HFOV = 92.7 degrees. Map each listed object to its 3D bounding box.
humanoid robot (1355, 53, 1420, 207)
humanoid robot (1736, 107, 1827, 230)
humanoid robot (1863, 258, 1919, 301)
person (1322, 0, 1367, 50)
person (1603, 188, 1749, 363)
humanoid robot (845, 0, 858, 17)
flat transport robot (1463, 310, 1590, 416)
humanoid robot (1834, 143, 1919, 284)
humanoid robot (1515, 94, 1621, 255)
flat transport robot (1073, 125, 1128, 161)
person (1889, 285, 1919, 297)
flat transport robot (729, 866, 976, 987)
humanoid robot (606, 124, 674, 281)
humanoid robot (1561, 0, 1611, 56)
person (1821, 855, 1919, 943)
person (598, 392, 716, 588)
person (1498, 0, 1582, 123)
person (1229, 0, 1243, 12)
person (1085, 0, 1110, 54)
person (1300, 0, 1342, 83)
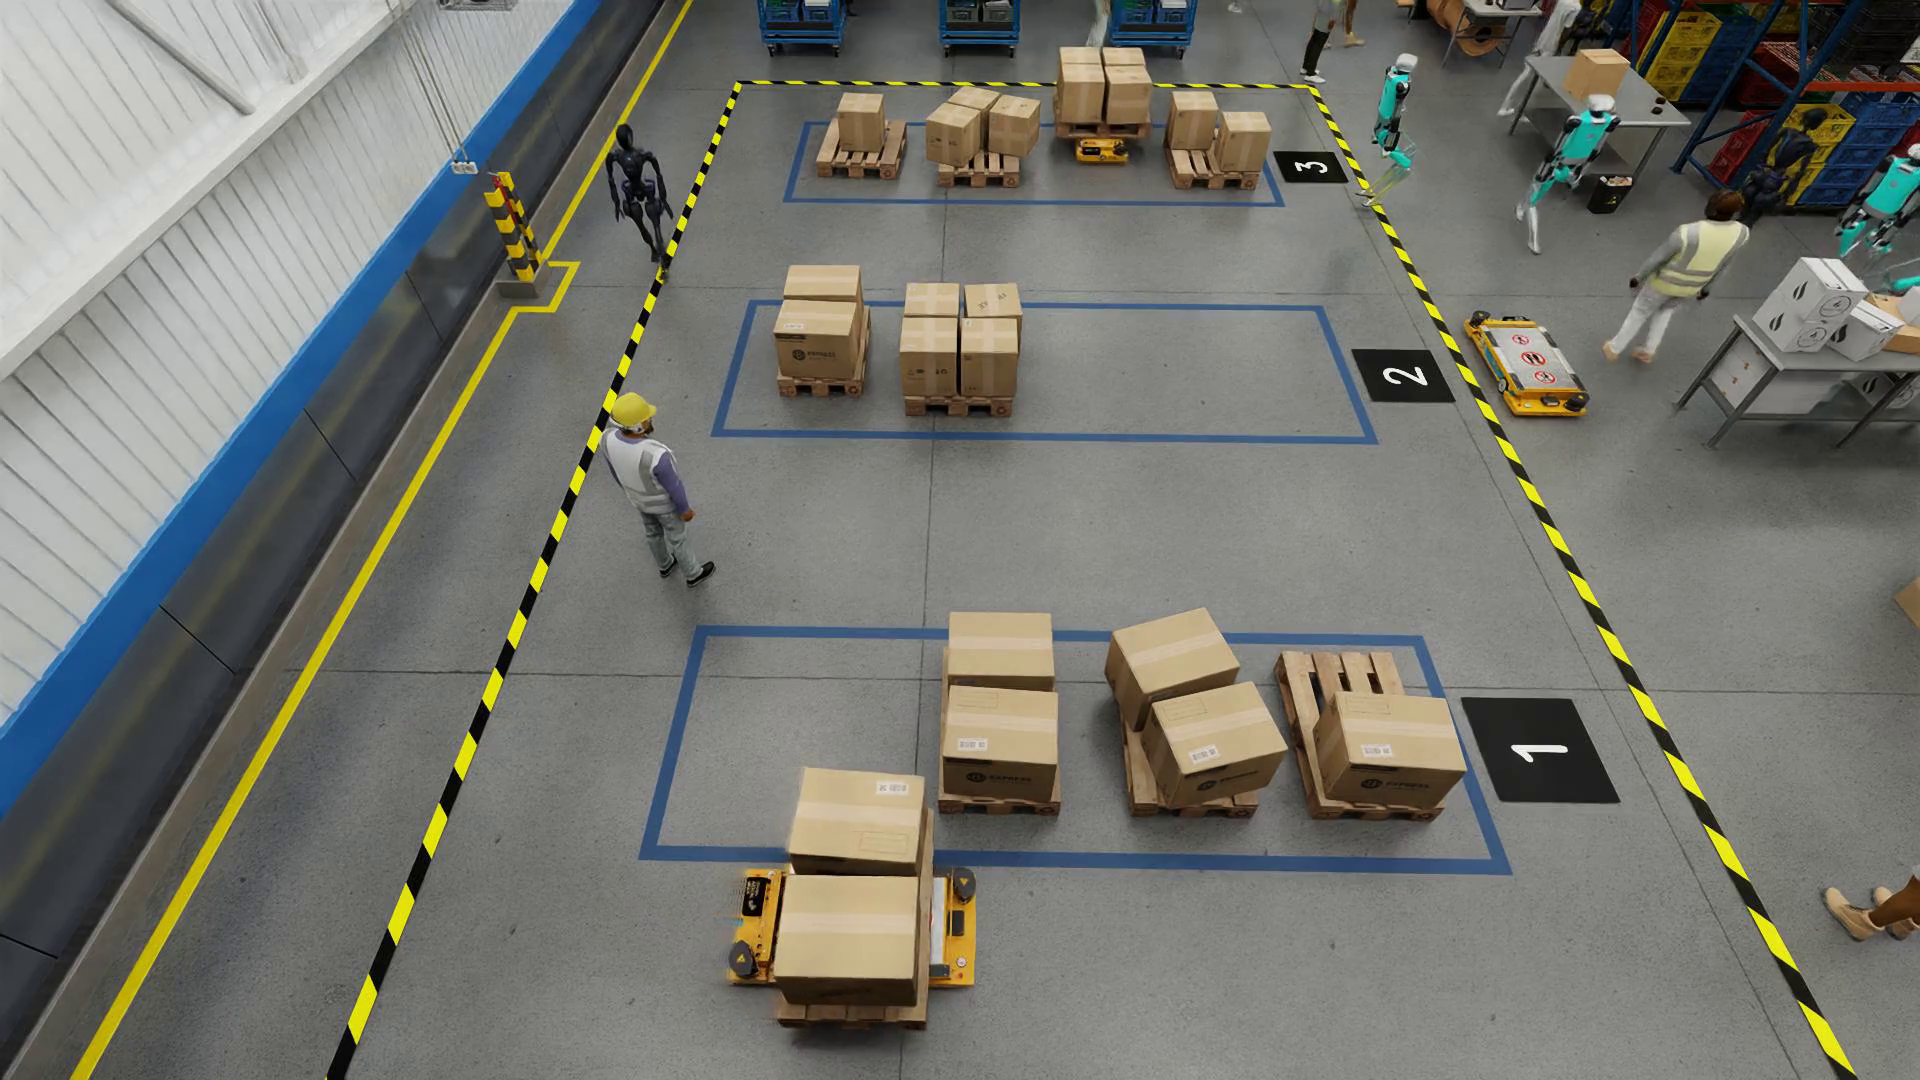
[{"bbox_3d":[5.056,-4.666,10.512,0.735,1.677,0.533,1,49,1],"label":"humanoid robot"},{"bbox_3d":[8.769,-3.842,9.927,0.460,1.650,0.601,-6,49,-5],"label":"humanoid robot"},{"bbox_3d":[9.263,-2.538,8.801,0.735,1.849,0.547,16,51,14],"label":"humanoid robot"},{"bbox_3d":[5.897,-8.319,13.580,0.901,2.007,0.624,17,51,14],"label":"person"},{"bbox_3d":[6.680,-2.419,8.593,0.646,1.830,0.466,2,49,2],"label":"person"},{"bbox_3d":[-1.978,-9.260,14.629,0.556,1.640,0.615,8,50,7],"label":"humanoid robot"},{"bbox_3d":[5.573,-1.757,9.054,0.659,0.231,1.431,1,49,1],"label":"flat transport robot"},{"bbox_3d":[9.451,-3.219,9.389,1.019,1.778,0.531,-15,51,-13],"label":"humanoid robot"},{"bbox_3d":[6.601,-4.185,10.227,0.541,1.768,1.051,1,49,0],"label":"humanoid robot"},{"bbox_3d":[1.857,-5.511,12.285,0.652,0.197,1.431,1,49,1],"label":"flat transport robot"},{"bbox_3d":[10.529,-3.044,9.199,0.852,1.726,0.519,24,53,19],"label":"person"},{"bbox_3d":[-0.621,2.308,5.517,1.431,0.197,0.652,1,49,1],"label":"flat transport robot"},{"bbox_3d":[-3.396,-3.582,9.729,0.616,1.623,0.773,-7,50,-6],"label":"humanoid robot"},{"bbox_3d":[8.715,-7.314,12.937,0.611,1.644,0.482,20,52,16],"label":"humanoid robot"},{"bbox_3d":[5.587,1.664,4.922,0.615,2.039,0.379,1,49,1],"label":"person"},{"bbox_3d":[-2.244,-0.343,6.797,0.599,1.827,0.404,20,52,17],"label":"person"},{"bbox_3d":[7.819,-6.489,12.117,0.606,1.837,0.500,-1,49,-1],"label":"person"},{"bbox_3d":[4.617,-9.510,14.802,0.585,1.713,0.516,-8,50,-7],"label":"person"},{"bbox_3d":[2.048,-7.898,13.357,0.386,1.813,0.646,0,49,0],"label":"person"},{"bbox_3d":[5.258,-7.502,12.982,0.404,1.848,0.589,3,49,2],"label":"person"}]
